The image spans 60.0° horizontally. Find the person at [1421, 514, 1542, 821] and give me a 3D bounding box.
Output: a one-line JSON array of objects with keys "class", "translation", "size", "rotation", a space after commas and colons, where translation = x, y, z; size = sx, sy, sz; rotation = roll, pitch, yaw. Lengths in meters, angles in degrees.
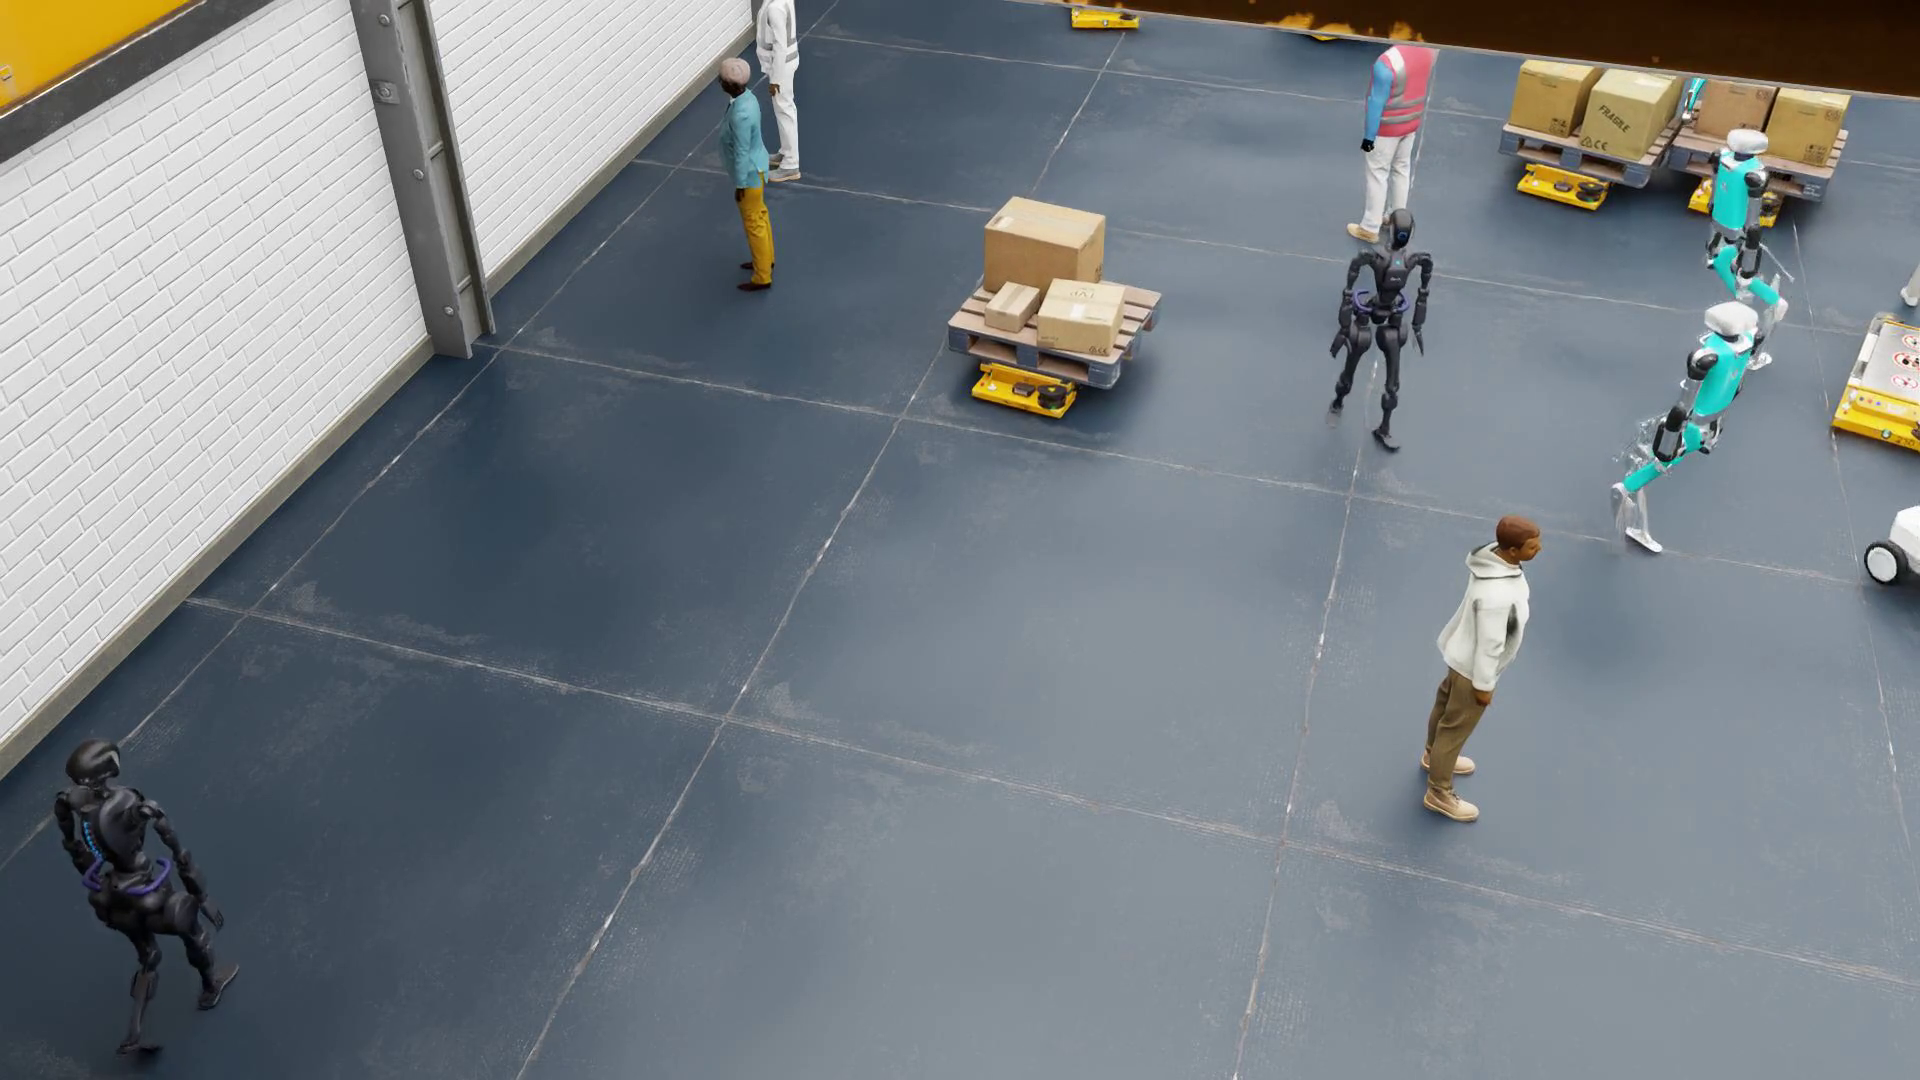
[{"class": "person", "translation": [2.495, 0.585, 8.081], "size": [0.379, 1.767, 0.521], "rotation": [9, 40, 11]}]

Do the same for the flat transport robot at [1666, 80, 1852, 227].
[{"class": "flat transport robot", "translation": [6.534, -3.028, 13.771], "size": [0.659, 0.231, 1.431], "rotation": [20, 43, 23]}]

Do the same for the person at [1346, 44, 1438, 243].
[{"class": "person", "translation": [3.286, -3.174, 12.709], "size": [0.628, 1.835, 0.431], "rotation": [-25, 45, -28]}]

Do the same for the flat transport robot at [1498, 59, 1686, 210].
[{"class": "flat transport robot", "translation": [5.251, -3.196, 13.980], "size": [0.659, 0.231, 1.431], "rotation": [23, 44, 26]}]

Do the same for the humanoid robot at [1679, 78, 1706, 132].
[{"class": "humanoid robot", "translation": [5.996, -3.958, 13.654], "size": [0.533, 1.672, 0.735], "rotation": [20, 43, 23]}]

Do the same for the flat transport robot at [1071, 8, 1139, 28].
[{"class": "flat transport robot", "translation": [1.454, -5.565, 16.927], "size": [0.659, 0.231, 1.431], "rotation": [1, 39, 1]}]

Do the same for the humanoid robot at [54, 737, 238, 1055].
[{"class": "humanoid robot", "translation": [-3.475, 1.534, 6.986], "size": [0.606, 1.625, 0.598], "rotation": [6, 39, 8]}]

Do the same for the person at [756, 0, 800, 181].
[{"class": "person", "translation": [-1.484, -3.846, 13.502], "size": [0.356, 1.882, 0.573], "rotation": [-2, 39, -3]}]

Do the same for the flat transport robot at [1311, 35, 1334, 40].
[{"class": "flat transport robot", "translation": [3.948, -5.306, 16.605], "size": [1.431, 0.231, 0.659], "rotation": [-20, 43, -23]}]

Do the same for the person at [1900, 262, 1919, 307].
[{"class": "person", "translation": [7.217, -2.382, 11.879], "size": [0.538, 1.631, 0.309], "rotation": [13, 41, 16]}]

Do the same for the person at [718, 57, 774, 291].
[{"class": "person", "translation": [-1.565, -2.670, 12.149], "size": [0.345, 1.747, 0.535], "rotation": [-1, 39, -1]}]

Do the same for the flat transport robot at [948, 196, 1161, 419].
[{"class": "flat transport robot", "translation": [0.672, -1.354, 11.688], "size": [0.659, 0.231, 1.431], "rotation": [16, 42, 19]}]

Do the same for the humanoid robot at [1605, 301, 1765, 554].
[{"class": "humanoid robot", "translation": [4.082, -0.634, 9.669], "size": [0.543, 1.859, 0.671], "rotation": [-22, 44, -25]}]

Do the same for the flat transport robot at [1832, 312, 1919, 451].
[{"class": "flat transport robot", "translation": [6.458, -1.090, 11.360], "size": [0.659, 0.231, 1.431], "rotation": [22, 44, 25]}]

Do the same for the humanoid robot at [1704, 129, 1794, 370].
[{"class": "humanoid robot", "translation": [5.416, -1.919, 11.251], "size": [0.895, 1.782, 0.561], "rotation": [-1, 39, -2]}]

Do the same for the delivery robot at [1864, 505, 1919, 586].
[{"class": "delivery robot", "translation": [5.730, 0.123, 9.637], "size": [0.499, 0.611, 0.814], "rotation": [-14, 41, -17]}]

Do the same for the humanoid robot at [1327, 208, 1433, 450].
[{"class": "humanoid robot", "translation": [2.674, -1.369, 10.601], "size": [0.603, 1.657, 0.562], "rotation": [-1, 39, -2]}]
